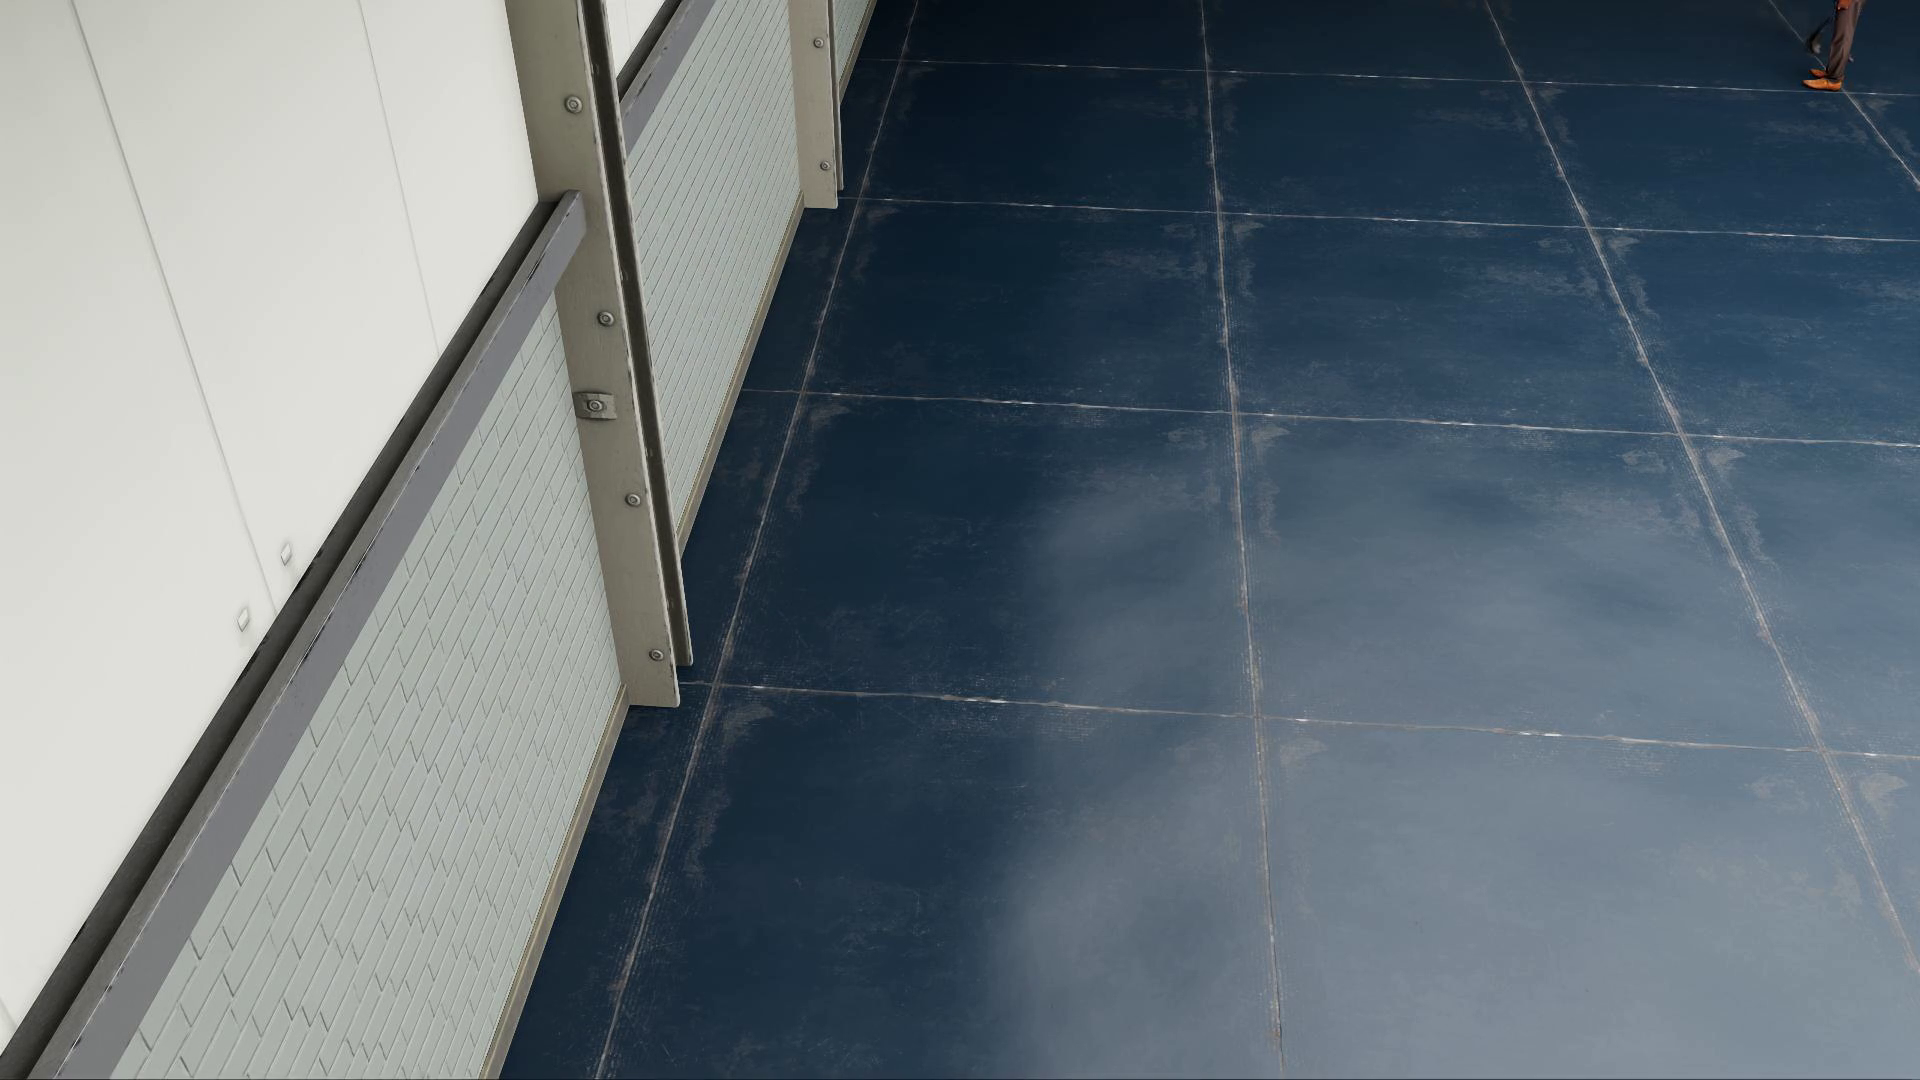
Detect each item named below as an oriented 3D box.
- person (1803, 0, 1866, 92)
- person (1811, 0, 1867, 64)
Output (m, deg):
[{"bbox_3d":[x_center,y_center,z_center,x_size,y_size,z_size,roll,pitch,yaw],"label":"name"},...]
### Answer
[{"bbox_3d":[8.251,-5.101,15.286,0.852,1.908,0.719,21,43,24],"label":"person"},{"bbox_3d":[8.543,-5.286,16.010,0.626,1.307,0.777,-8,39,-10],"label":"person"}]
